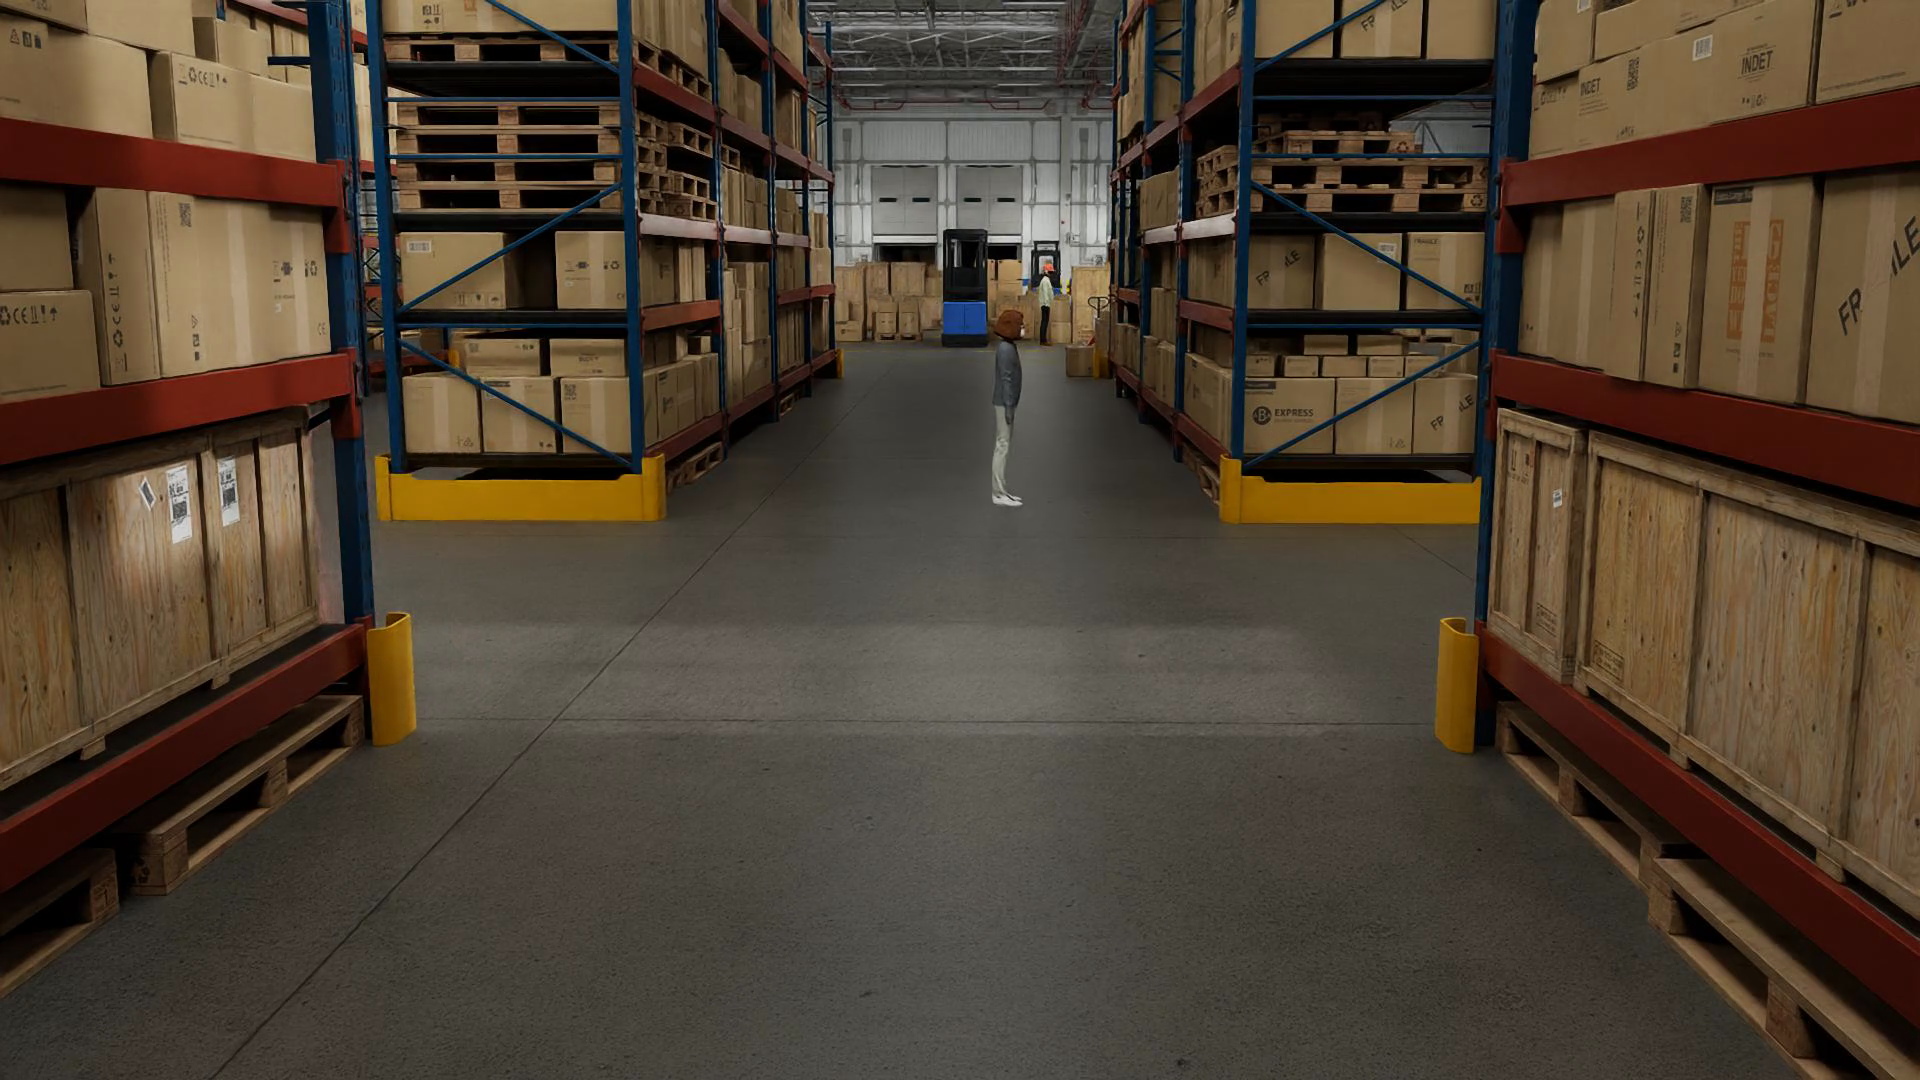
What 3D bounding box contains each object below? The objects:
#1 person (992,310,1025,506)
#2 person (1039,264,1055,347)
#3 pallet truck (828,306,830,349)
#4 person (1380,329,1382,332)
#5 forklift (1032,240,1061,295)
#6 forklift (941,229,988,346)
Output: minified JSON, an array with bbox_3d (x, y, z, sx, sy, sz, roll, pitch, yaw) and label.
[{"bbox_3d":[0.402,-1.102,13.892,0.269,1.632,0.504,0,9,2],"label":"person"},{"bbox_3d":[2.095,-5.643,40.019,0.392,1.989,0.618,0,9,2],"label":"person"},{"bbox_3d":[-3.100,-3.940,29.800,1.885,1.965,0.823,3,10,19],"label":"pallet truck"},{"bbox_3d":[6.616,-3.431,27.134,0.652,1.876,0.883,-4,10,-21],"label":"person"},{"bbox_3d":[3.172,-9.648,61.356,1.129,2.768,1.873,0,9,1],"label":"forklift"},{"bbox_3d":[0.124,-6.117,40.203,1.129,2.768,1.873,0,9,1],"label":"forklift"}]
